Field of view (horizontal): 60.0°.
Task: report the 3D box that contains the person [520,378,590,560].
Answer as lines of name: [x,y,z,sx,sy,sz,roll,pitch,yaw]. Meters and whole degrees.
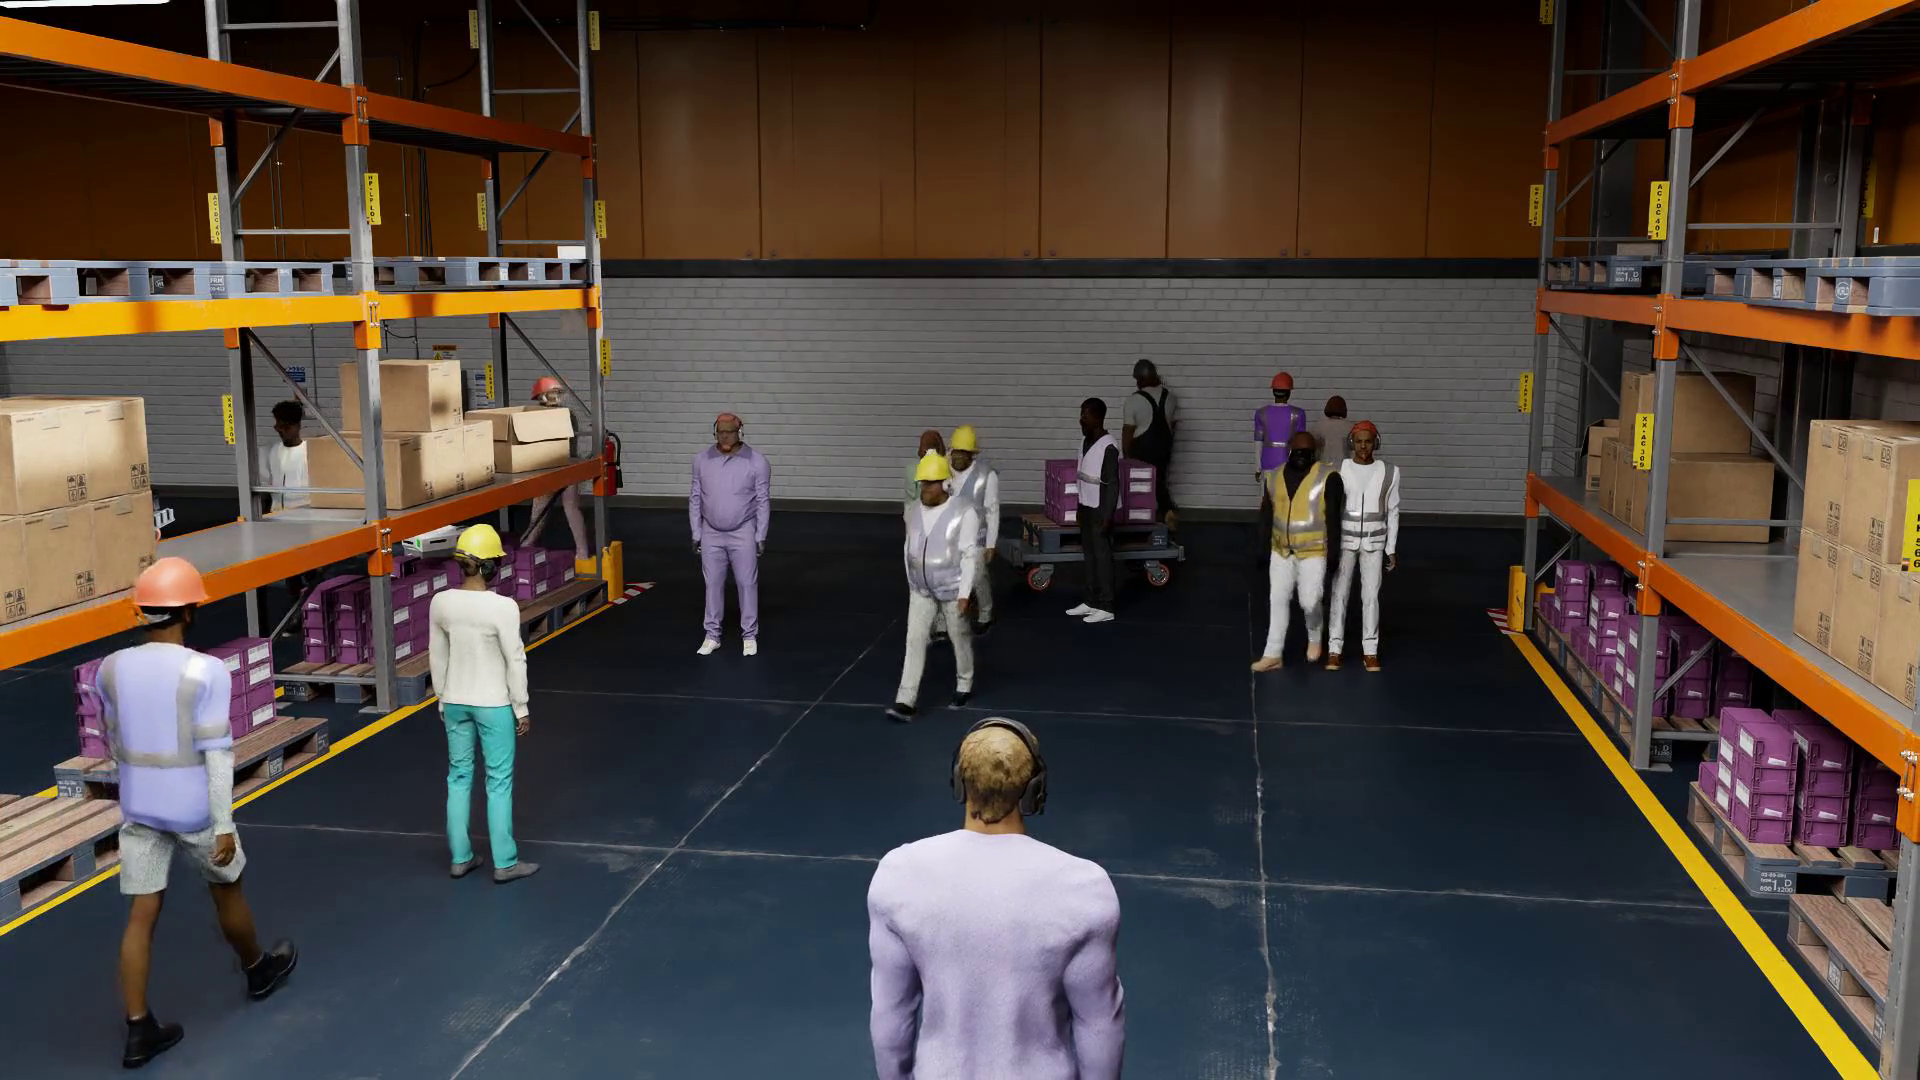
person: [-4.102,-0.654,16.665,1.057,1.910,0.678,6,11,35]

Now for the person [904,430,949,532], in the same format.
person: [-0.240,-0.169,14.588,0.515,1.617,0.421,0,9,-3]

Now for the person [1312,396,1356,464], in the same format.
person: [4.102,-0.770,18.245,0.505,1.632,0.285,3,10,17]

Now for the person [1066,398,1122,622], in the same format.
person: [1.170,-0.263,14.246,0.379,1.917,0.596,-4,10,-21]

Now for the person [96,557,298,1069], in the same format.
person: [-3.014,1.002,6.518,0.565,1.888,0.953,1,9,7]

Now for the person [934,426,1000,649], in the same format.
person: [0.033,-0.036,13.286,0.627,1.773,0.957,3,10,18]

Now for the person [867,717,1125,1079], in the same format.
person: [0.091,1.378,4.061,0.627,1.940,0.375,3,10,17]

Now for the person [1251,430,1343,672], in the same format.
person: [2.525,0.084,12.395,0.679,1.823,0.525,8,12,40]

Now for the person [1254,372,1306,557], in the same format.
person: [3.344,-0.781,17.384,0.542,1.938,0.357,3,10,18]

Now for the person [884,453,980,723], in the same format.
person: [-0.158,0.316,11.084,0.603,1.784,0.923,5,10,28]

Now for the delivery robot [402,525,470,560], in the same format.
delivery robot: [-5.150,0.010,16.466,0.477,0.478,0.707,8,12,41]

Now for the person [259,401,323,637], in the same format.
person: [-5.427,-0.166,13.568,0.617,1.951,0.413,2,9,13]

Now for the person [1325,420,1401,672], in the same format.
person: [2.984,0.049,12.435,0.576,1.882,0.355,1,9,8]

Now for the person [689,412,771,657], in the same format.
person: [-1.796,-0.044,12.932,0.643,1.908,0.411,1,9,6]

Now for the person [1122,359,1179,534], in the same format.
person: [2.087,-1.012,18.489,0.694,2.000,0.654,-5,10,-26]

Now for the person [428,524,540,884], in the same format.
person: [-2.339,0.799,8.166,0.533,1.767,0.326,3,10,20]
